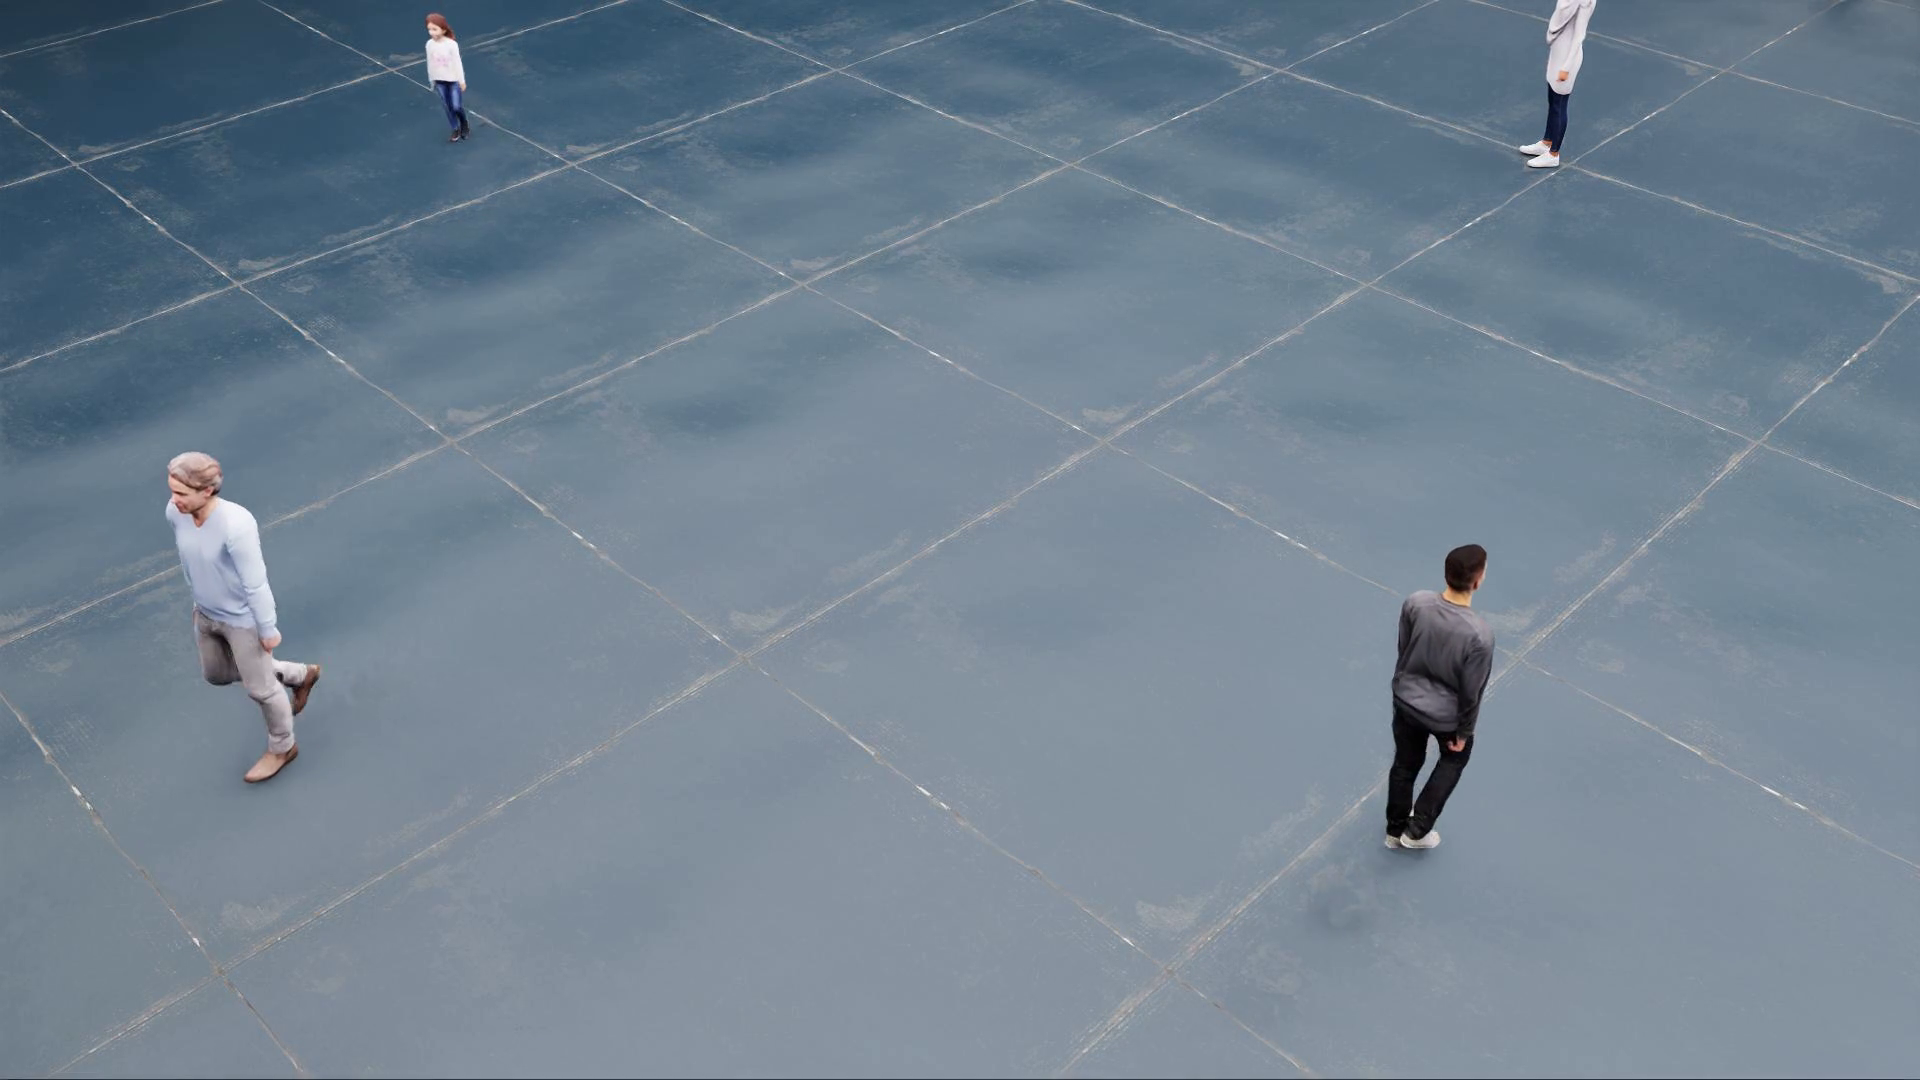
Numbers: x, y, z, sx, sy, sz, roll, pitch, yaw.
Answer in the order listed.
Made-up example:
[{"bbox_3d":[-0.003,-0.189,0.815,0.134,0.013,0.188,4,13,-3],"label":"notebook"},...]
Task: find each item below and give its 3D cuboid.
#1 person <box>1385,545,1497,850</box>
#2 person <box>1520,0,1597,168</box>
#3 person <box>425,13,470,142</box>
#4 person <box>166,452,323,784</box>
[{"bbox_3d":[2.088,0.780,7.491,0.635,1.753,0.623,28,45,31],"label":"person"},{"bbox_3d":[4.988,-3.958,13.706,0.745,1.775,0.671,2,37,3],"label":"person"},{"bbox_3d":[-4.388,-3.996,14.311,0.549,1.103,0.601,6,38,8],"label":"person"},{"bbox_3d":[-3.418,0.311,8.004,0.825,1.880,0.967,18,41,23],"label":"person"}]
